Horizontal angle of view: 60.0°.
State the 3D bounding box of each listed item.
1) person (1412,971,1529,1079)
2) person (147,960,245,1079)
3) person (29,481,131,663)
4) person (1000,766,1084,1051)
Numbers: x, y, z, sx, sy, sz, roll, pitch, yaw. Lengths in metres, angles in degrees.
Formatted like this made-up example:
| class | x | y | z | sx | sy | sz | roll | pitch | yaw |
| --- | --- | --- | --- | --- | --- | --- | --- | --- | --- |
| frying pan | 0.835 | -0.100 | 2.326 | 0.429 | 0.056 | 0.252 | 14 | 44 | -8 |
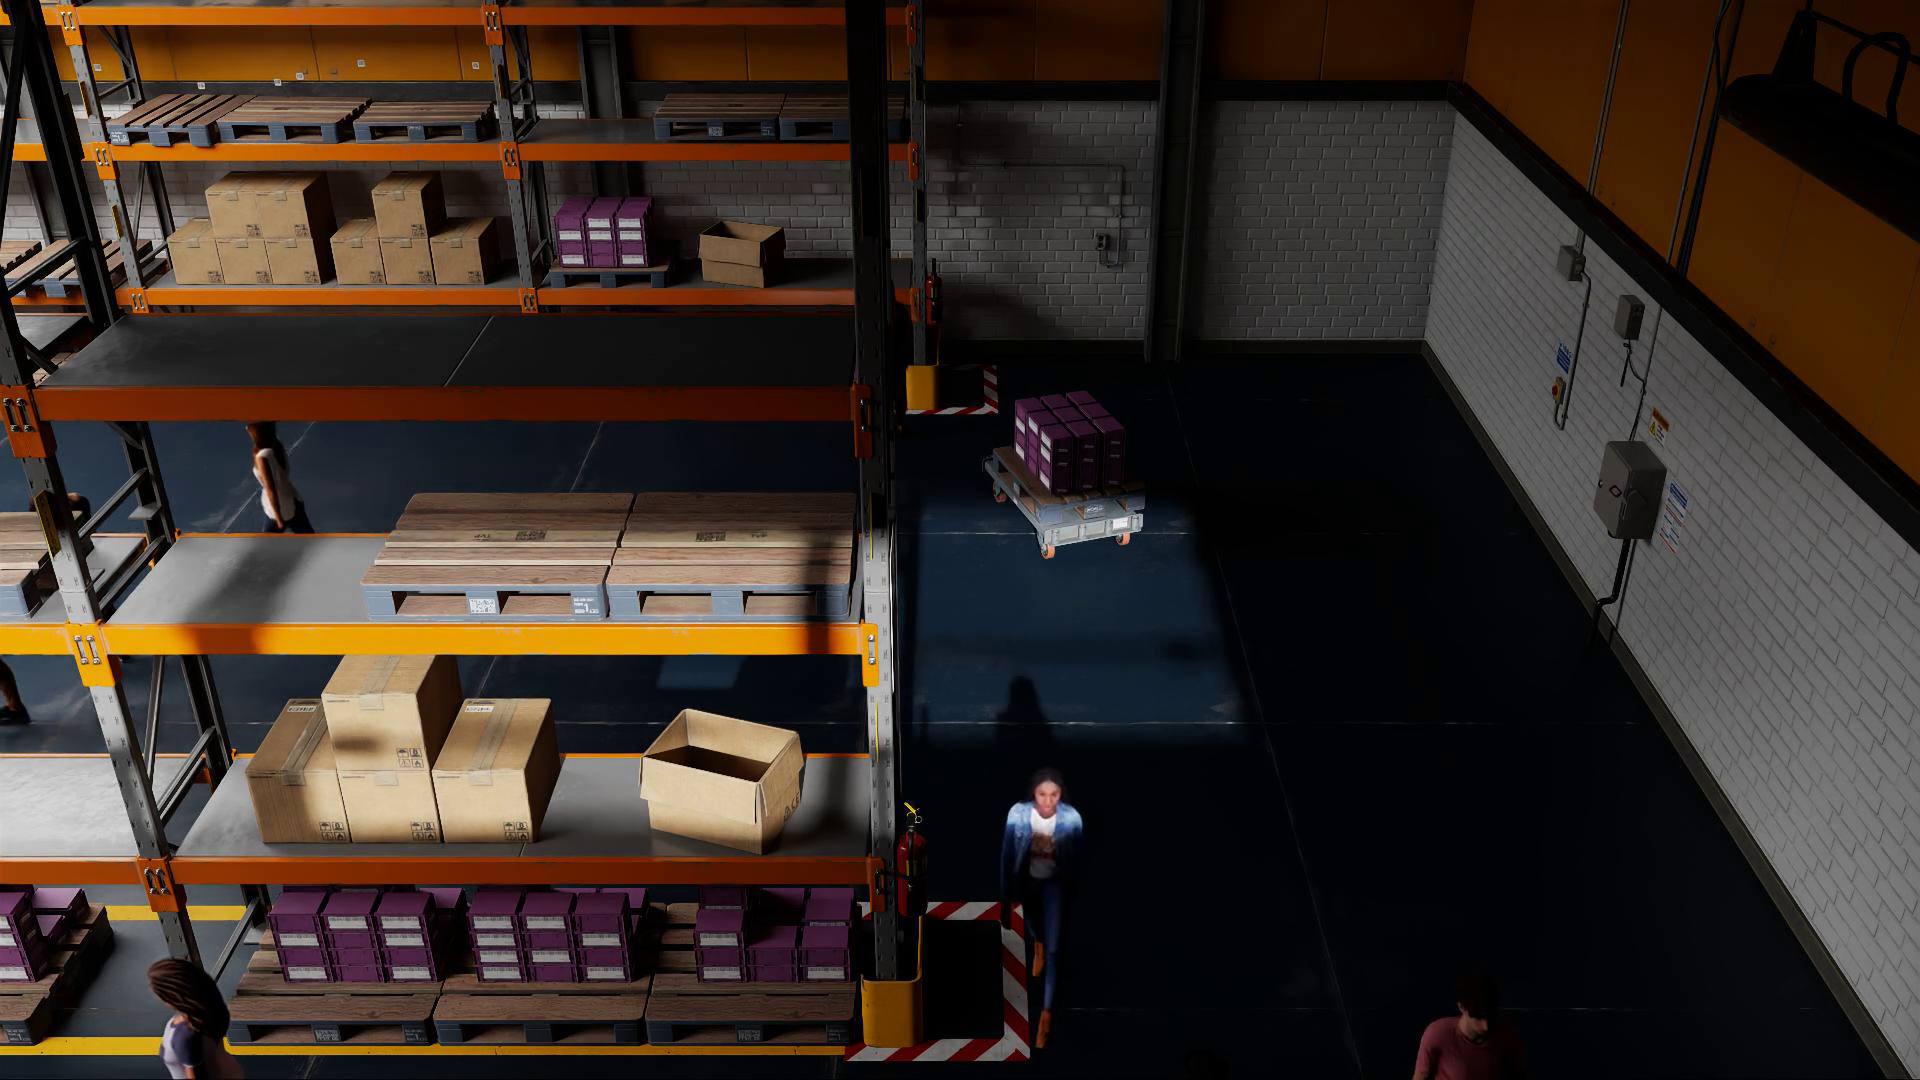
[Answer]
| class | x | y | z | sx | sy | sz | roll | pitch | yaw |
| --- | --- | --- | --- | --- | --- | --- | --- | --- | --- |
| person | 2.329 | 2.737 | 8.010 | 1.256 | 1.900 | 1.035 | -8 | 30 | -15 |
| person | -3.666 | 2.727 | 8.212 | 0.591 | 1.724 | 0.629 | -4 | 29 | -8 |
| person | -6.758 | 0.217 | 12.765 | 0.695 | 1.770 | 0.691 | 15 | 32 | 25 |
| person | 0.472 | 1.976 | 9.651 | 1.169 | 1.663 | 0.812 | 5 | 29 | 9 |
